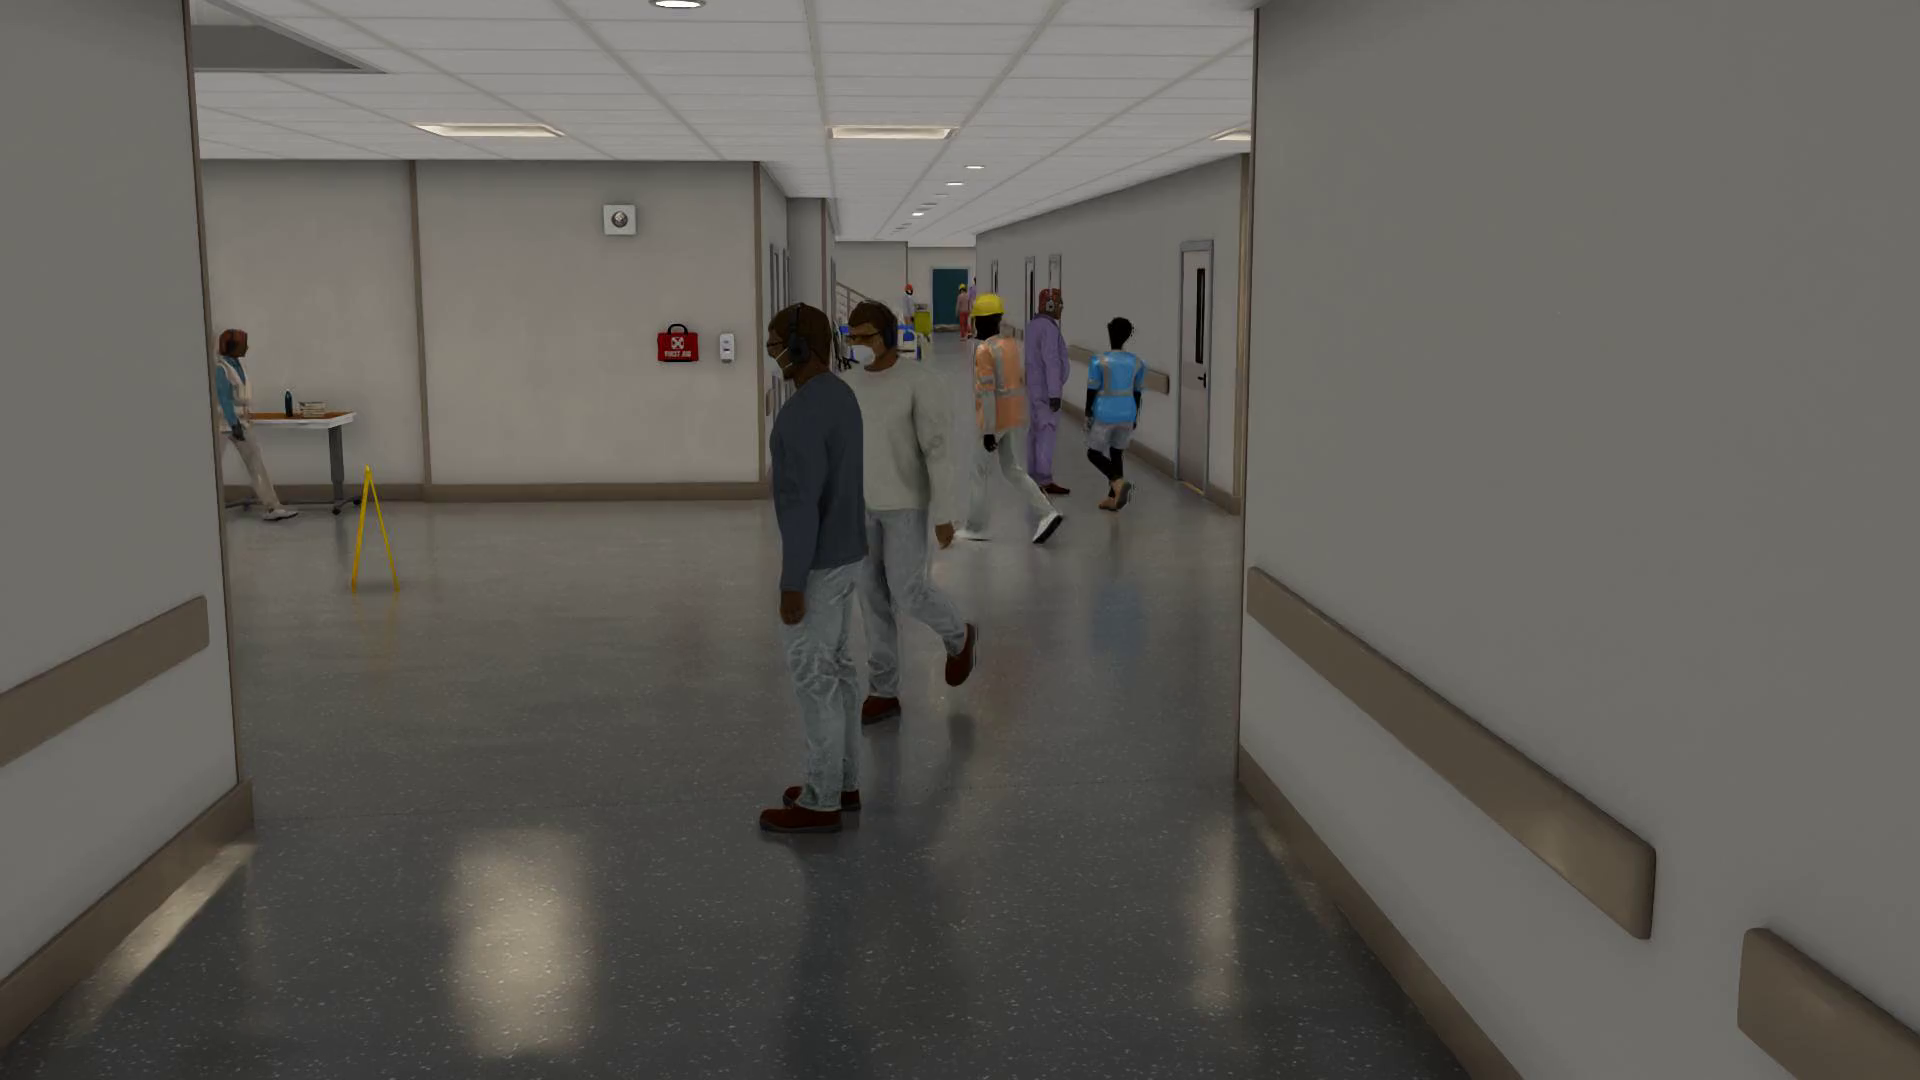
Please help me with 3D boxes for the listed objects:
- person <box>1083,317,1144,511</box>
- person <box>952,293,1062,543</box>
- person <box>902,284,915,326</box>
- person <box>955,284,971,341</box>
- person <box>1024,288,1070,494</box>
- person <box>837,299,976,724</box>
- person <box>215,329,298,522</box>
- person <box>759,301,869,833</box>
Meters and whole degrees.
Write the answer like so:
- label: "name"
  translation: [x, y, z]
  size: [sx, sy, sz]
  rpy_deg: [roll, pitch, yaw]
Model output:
- label: "person"
  translation: [1.320, -1.045, 14.066]
  size: [0.547, 1.675, 0.619]
  rpy_deg: [-5, 10, -27]
- label: "person"
  translation: [0.345, -0.907, 12.534]
  size: [0.867, 1.897, 0.595]
  rpy_deg: [5, 10, 29]
- label: "person"
  translation: [-1.453, -6.444, 47.702]
  size: [0.318, 1.756, 0.561]
  rpy_deg: [-4, 10, -25]
- label: "person"
  translation: [0.080, -7.049, 51.525]
  size: [0.371, 1.747, 0.519]
  rpy_deg: [8, 12, 42]
- label: "person"
  translation: [0.824, -1.385, 15.484]
  size: [0.403, 1.904, 0.651]
  rpy_deg: [-2, 9, -14]
- label: "person"
  translation: [-0.266, -0.140, 7.637]
  size: [0.666, 1.913, 0.691]
  rpy_deg: [7, 11, 36]
- label: "person"
  translation: [-5.941, -0.922, 13.575]
  size: [0.909, 1.584, 0.515]
  rpy_deg: [1, 9, 8]
- label: "person"
  translation: [-0.527, 0.101, 6.085]
  size: [0.377, 1.931, 0.636]
  rpy_deg: [1, 9, 9]
